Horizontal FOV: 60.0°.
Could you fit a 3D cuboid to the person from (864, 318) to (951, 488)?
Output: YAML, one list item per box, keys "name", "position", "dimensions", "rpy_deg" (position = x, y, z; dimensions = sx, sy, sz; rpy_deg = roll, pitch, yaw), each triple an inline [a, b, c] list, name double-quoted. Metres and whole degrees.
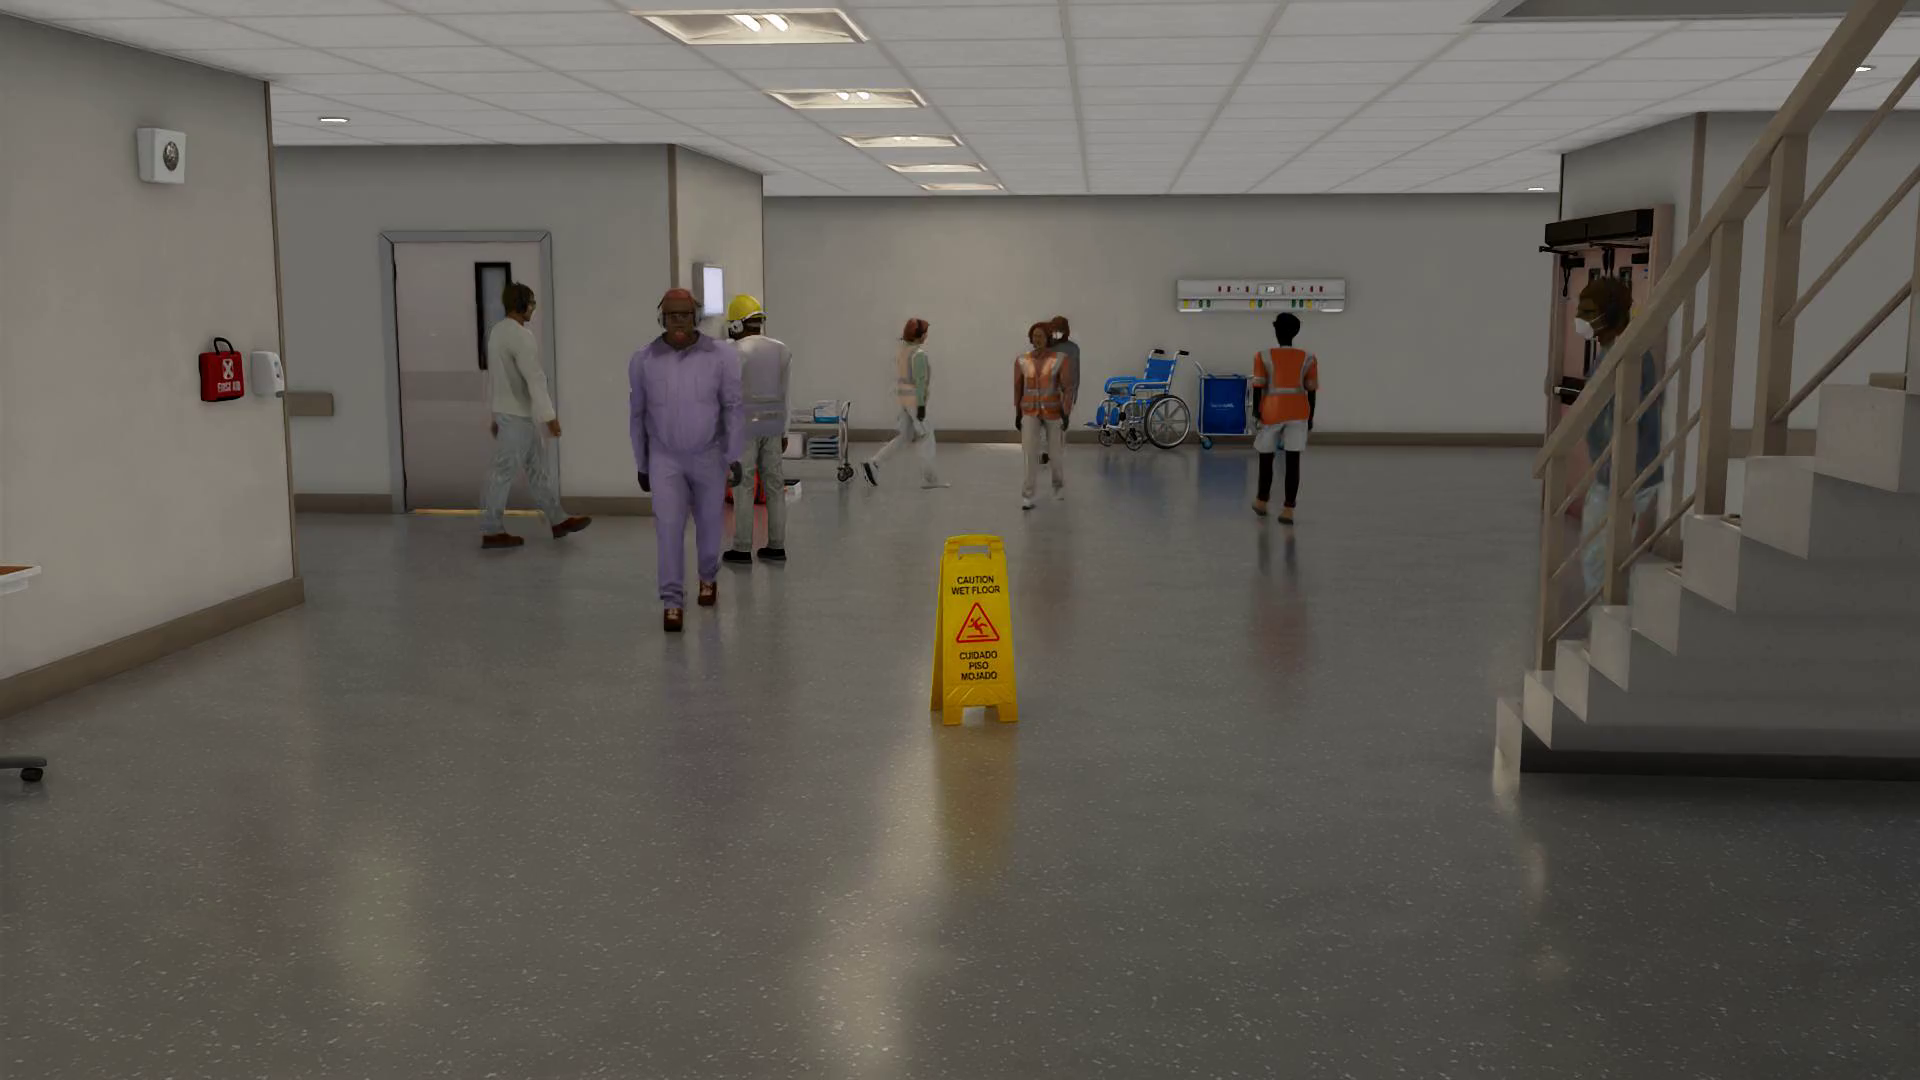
- name: "person"
  position: [-0.490, -1.269, 15.548]
  dimensions: [0.739, 1.609, 0.531]
  rpy_deg: [-3, 9, -23]

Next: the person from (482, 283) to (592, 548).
- name: "person"
  position: [-3.083, -0.899, 12.068]
  dimensions: [0.948, 1.901, 0.636]
  rpy_deg: [-5, 10, -29]

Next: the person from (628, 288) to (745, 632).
- name: "person"
  position: [-1.530, -0.481, 9.354]
  dimensions: [0.638, 1.866, 0.998]
  rpy_deg: [-1, 8, -8]

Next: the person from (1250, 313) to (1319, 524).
- name: "person"
  position: [2.596, -0.991, 13.429]
  dimensions: [0.554, 1.663, 0.796]
  rpy_deg: [0, 8, 0]

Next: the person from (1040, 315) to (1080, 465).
- name: "person"
  position: [1.041, -1.592, 17.737]
  dimensions: [0.519, 1.595, 0.494]
  rpy_deg: [2, 9, 16]

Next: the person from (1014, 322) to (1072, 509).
- name: "person"
  position: [0.726, -1.093, 14.411]
  dimensions: [0.529, 1.594, 0.885]
  rpy_deg: [2, 9, 13]

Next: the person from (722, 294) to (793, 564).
- name: "person"
  position: [-1.406, -0.744, 11.267]
  dimensions: [0.594, 1.824, 0.403]
  rpy_deg: [-7, 11, -39]
